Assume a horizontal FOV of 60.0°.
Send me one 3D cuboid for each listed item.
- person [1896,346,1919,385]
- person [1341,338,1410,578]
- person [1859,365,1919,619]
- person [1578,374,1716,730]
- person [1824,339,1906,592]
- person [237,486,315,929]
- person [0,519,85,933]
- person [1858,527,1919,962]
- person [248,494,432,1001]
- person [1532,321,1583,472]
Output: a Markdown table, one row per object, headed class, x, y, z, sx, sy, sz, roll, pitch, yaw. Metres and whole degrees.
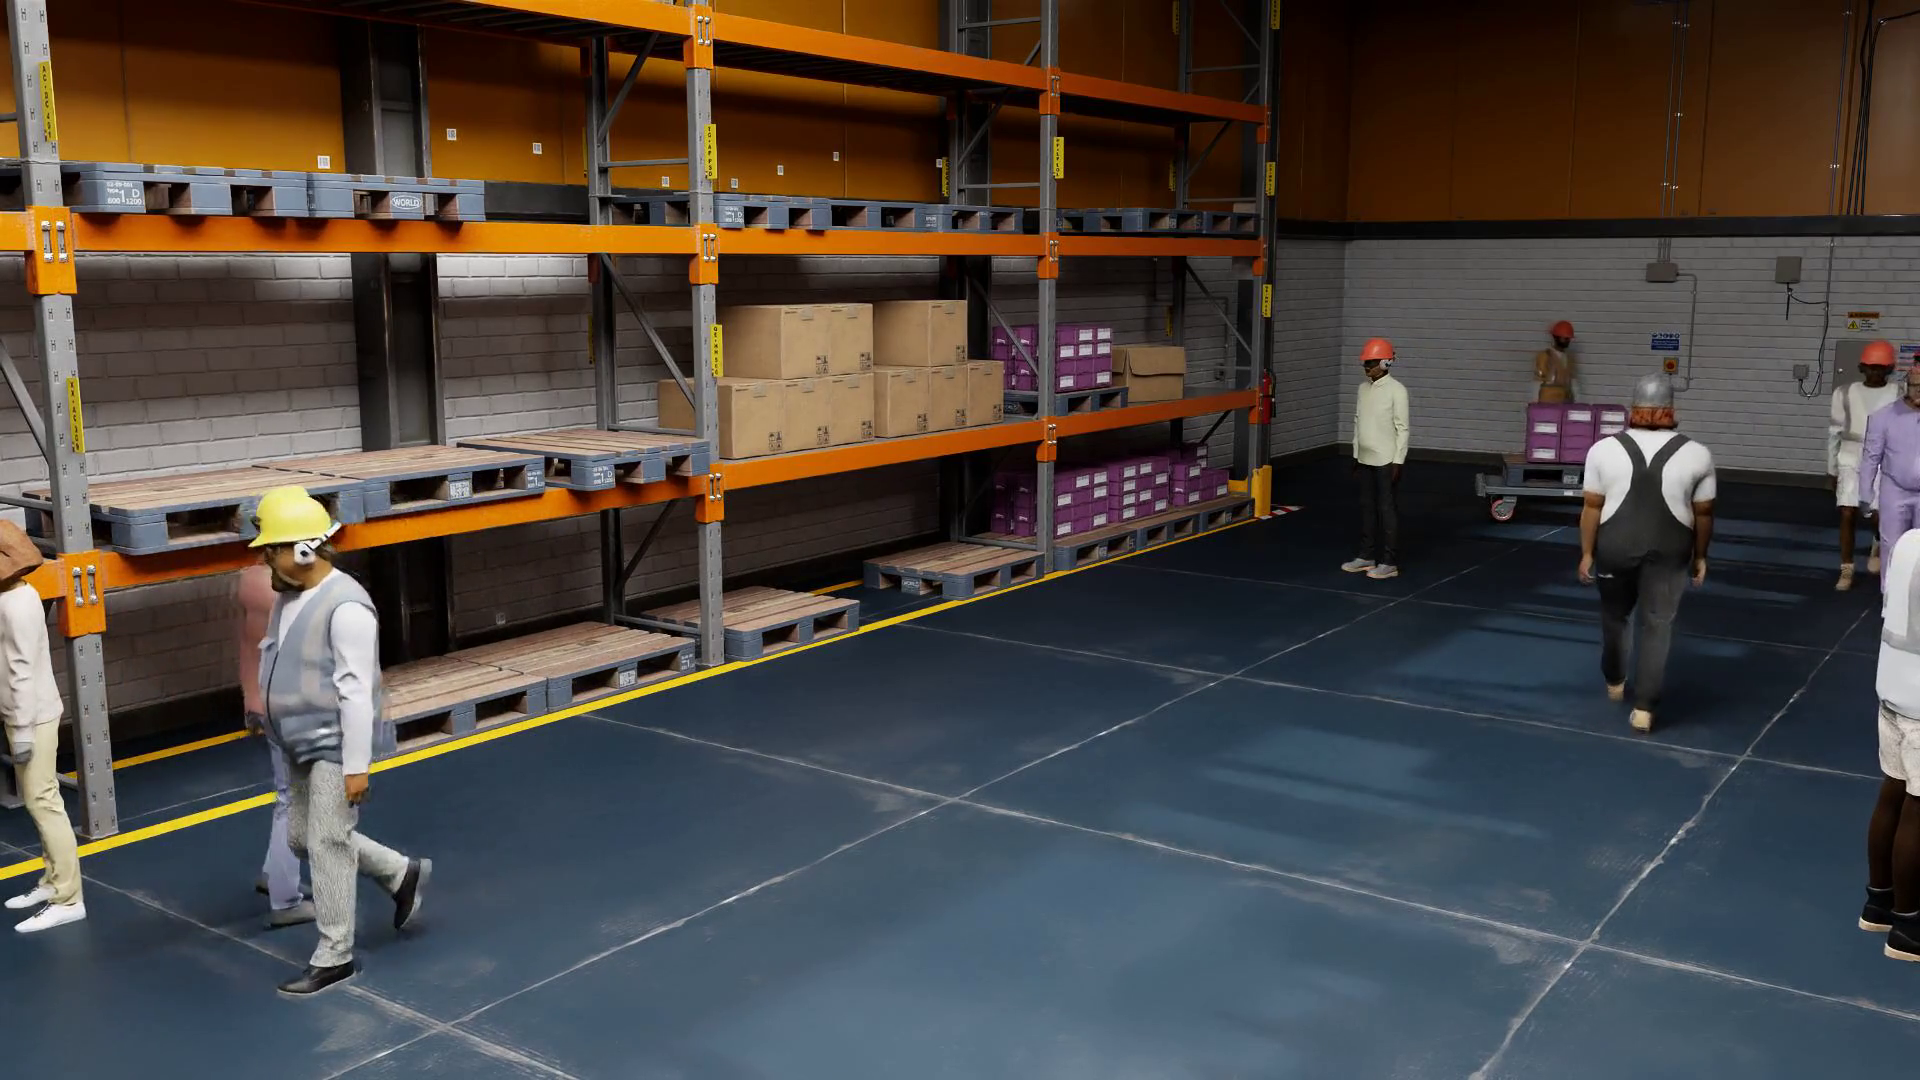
| class | x | y | z | sx | sy | sz | roll | pitch | yaw |
| --- | --- | --- | --- | --- | --- | --- | --- | --- | --- |
| person | 8.581 | -0.819 | 14.918 | 0.551 | 1.901 | 0.513 | 5 | 11 | 26 |
| person | 3.459 | -0.681 | 13.829 | 0.396 | 1.993 | 0.618 | -4 | 10 | -23 |
| person | 6.843 | -0.310 | 11.955 | 0.685 | 1.878 | 0.773 | 5 | 11 | 27 |
| person | 3.941 | 0.013 | 9.559 | 0.698 | 2.000 | 1.045 | 4 | 10 | 22 |
| person | 7.276 | -0.602 | 13.307 | 0.607 | 2.024 | 0.621 | 7 | 12 | 37 |
| person | -2.621 | 0.662 | 6.552 | 0.400 | 1.753 | 0.534 | -9 | 13 | -43 |
| person | -3.711 | 0.722 | 6.586 | 0.282 | 1.626 | 0.491 | -6 | 12 | -34 |
| person | 3.674 | 0.606 | 6.274 | 0.384 | 1.959 | 0.600 | 2 | 10 | 13 |
| person | -2.255 | 0.717 | 6.077 | 0.619 | 1.806 | 0.625 | 9 | 13 | 43 |
| person | 7.148 | -1.658 | 19.883 | 0.556 | 1.912 | 0.579 | -6 | 11 | -32 |
